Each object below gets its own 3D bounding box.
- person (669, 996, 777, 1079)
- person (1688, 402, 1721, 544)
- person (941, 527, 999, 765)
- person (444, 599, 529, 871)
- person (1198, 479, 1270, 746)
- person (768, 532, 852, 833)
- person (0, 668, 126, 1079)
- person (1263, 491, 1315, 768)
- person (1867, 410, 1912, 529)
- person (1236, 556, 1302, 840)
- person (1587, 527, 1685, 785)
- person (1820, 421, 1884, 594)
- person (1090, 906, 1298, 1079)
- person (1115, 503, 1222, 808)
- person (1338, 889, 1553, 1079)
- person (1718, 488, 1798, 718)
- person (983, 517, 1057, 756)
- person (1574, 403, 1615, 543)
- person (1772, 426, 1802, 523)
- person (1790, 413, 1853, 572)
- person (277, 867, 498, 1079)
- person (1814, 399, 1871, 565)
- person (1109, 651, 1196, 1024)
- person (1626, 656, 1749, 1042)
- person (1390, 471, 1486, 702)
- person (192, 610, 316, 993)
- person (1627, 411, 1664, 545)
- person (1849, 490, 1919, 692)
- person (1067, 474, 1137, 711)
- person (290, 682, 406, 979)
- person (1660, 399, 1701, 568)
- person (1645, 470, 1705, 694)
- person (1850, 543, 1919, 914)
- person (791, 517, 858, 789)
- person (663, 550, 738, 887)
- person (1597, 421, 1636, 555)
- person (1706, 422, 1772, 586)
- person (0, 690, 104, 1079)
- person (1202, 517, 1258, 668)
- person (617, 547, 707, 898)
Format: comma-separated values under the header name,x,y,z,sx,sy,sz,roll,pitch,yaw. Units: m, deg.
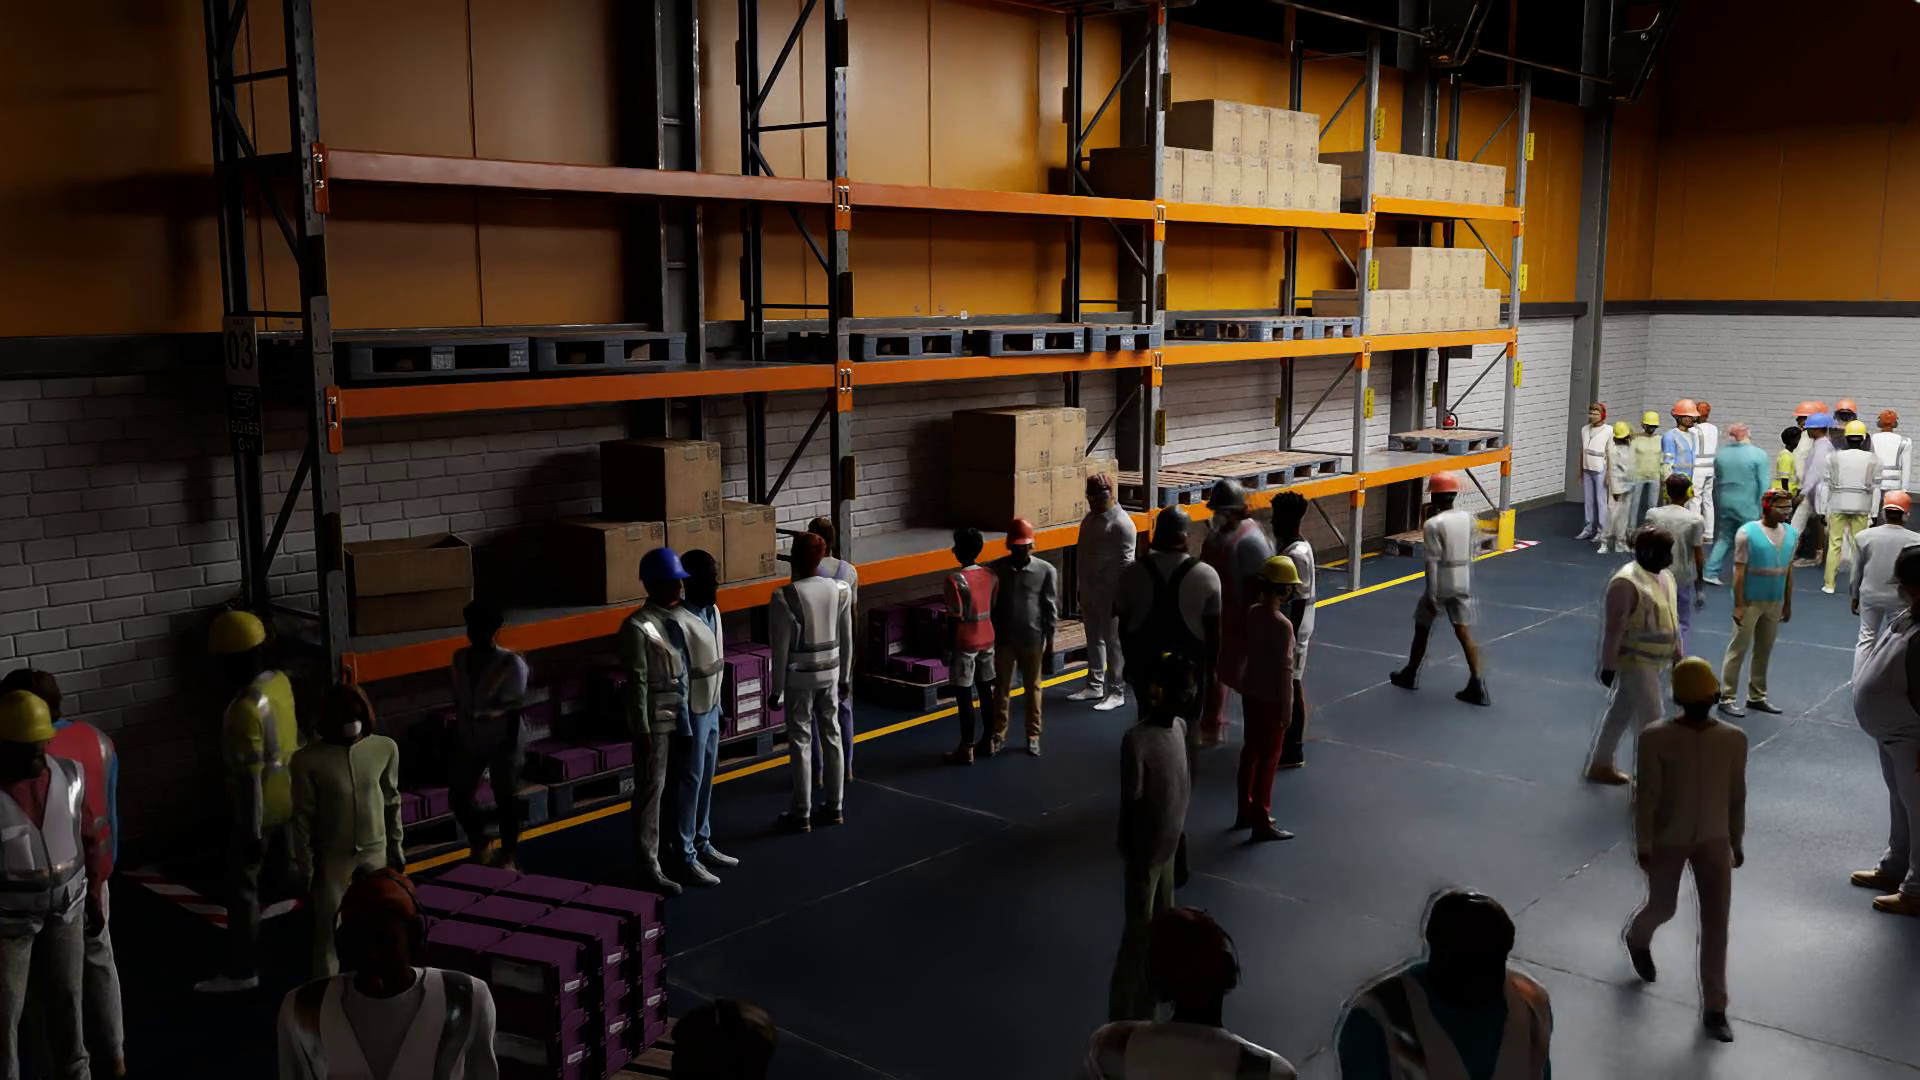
name,x,y,z,sx,sy,sz,roll,pitch,yaw
person,-0.487,1.925,3.841,0.339,1.838,0.502,-2,9,-14
person,9.649,-0.860,21.672,0.575,1.877,0.353,-5,10,-27
person,0.064,0.748,11.857,0.317,1.695,0.540,7,12,40
person,-2.645,1.149,9.314,0.535,1.682,0.413,3,9,21
person,2.007,0.522,12.210,0.685,2.000,0.695,-3,9,-21
person,-0.936,0.881,10.400,0.584,1.882,0.345,-6,11,-36
person,-3.817,1.444,7.004,0.436,1.824,0.629,3,9,16
person,2.322,0.626,11.774,0.361,1.964,0.613,1,9,8
person,11.272,-0.651,20.323,0.571,1.876,0.348,4,10,25
person,1.921,0.966,10.263,0.343,1.756,0.518,-3,9,-17
person,4.623,0.816,11.060,0.639,1.797,0.947,-8,12,-40
person,9.728,-0.344,18.191,0.587,1.920,0.396,4,10,27
person,0.610,1.847,4.238,0.589,1.856,0.466,4,10,26
person,1.335,0.752,10.728,0.687,2.000,0.738,2,9,13
person,1.337,1.827,4.493,0.659,1.821,0.580,-2,9,-10
person,6.310,0.490,13.122,0.575,1.829,0.408,-3,9,-18
person,0.421,0.697,12.033,0.565,1.748,0.347,1,9,8
person,8.416,-0.888,21.965,0.387,1.838,0.562,-4,10,-22
person,10.008,-0.538,20.183,0.320,1.690,0.534,5,10,29
person,10.168,-0.563,19.716,1.048,1.893,0.601,3,9,17
person,-1.529,1.799,4.486,0.573,1.883,0.356,-2,9,-13
person,10.598,-0.686,20.052,0.613,2.031,0.410,5,10,27
person,0.855,1.389,7.224,0.335,1.861,0.522,6,10,32
person,3.382,1.360,7.767,0.528,1.731,0.771,0,9,2
person,3.989,0.371,13.703,0.555,1.894,0.963,-4,10,-22
person,-3.274,1.259,7.978,0.803,1.898,0.593,0,9,-2
person,8.936,-0.800,21.645,0.525,1.760,0.340,1,9,6
person,7.556,0.465,13.539,0.570,1.743,0.351,8,12,41
person,1.124,0.413,13.371,0.406,1.902,0.637,-5,10,-28
person,-2.772,1.445,7.570,0.499,1.633,0.289,-8,12,-41
person,8.554,-0.650,19.761,0.605,2.044,0.374,-8,12,-41
person,5.935,0.355,13.862,0.336,1.871,0.543,-8,12,-41
person,5.177,1.006,9.090,0.536,2.000,0.676,2,9,14
person,-0.921,0.764,11.317,0.510,1.839,0.346,-7,11,-37
person,-1.515,0.999,9.528,0.386,1.918,0.595,2,9,12
person,8.341,-0.654,20.920,0.624,1.697,0.343,-7,11,-37
person,8.683,-0.363,18.477,0.438,1.881,0.716,-5,10,-27
person,-3.725,1.491,6.670,0.403,1.825,0.596,6,11,34
person,2.366,0.347,14.626,0.515,1.640,0.314,-1,9,-6
person,-1.681,1.007,9.374,0.380,1.951,0.604,3,9,18
